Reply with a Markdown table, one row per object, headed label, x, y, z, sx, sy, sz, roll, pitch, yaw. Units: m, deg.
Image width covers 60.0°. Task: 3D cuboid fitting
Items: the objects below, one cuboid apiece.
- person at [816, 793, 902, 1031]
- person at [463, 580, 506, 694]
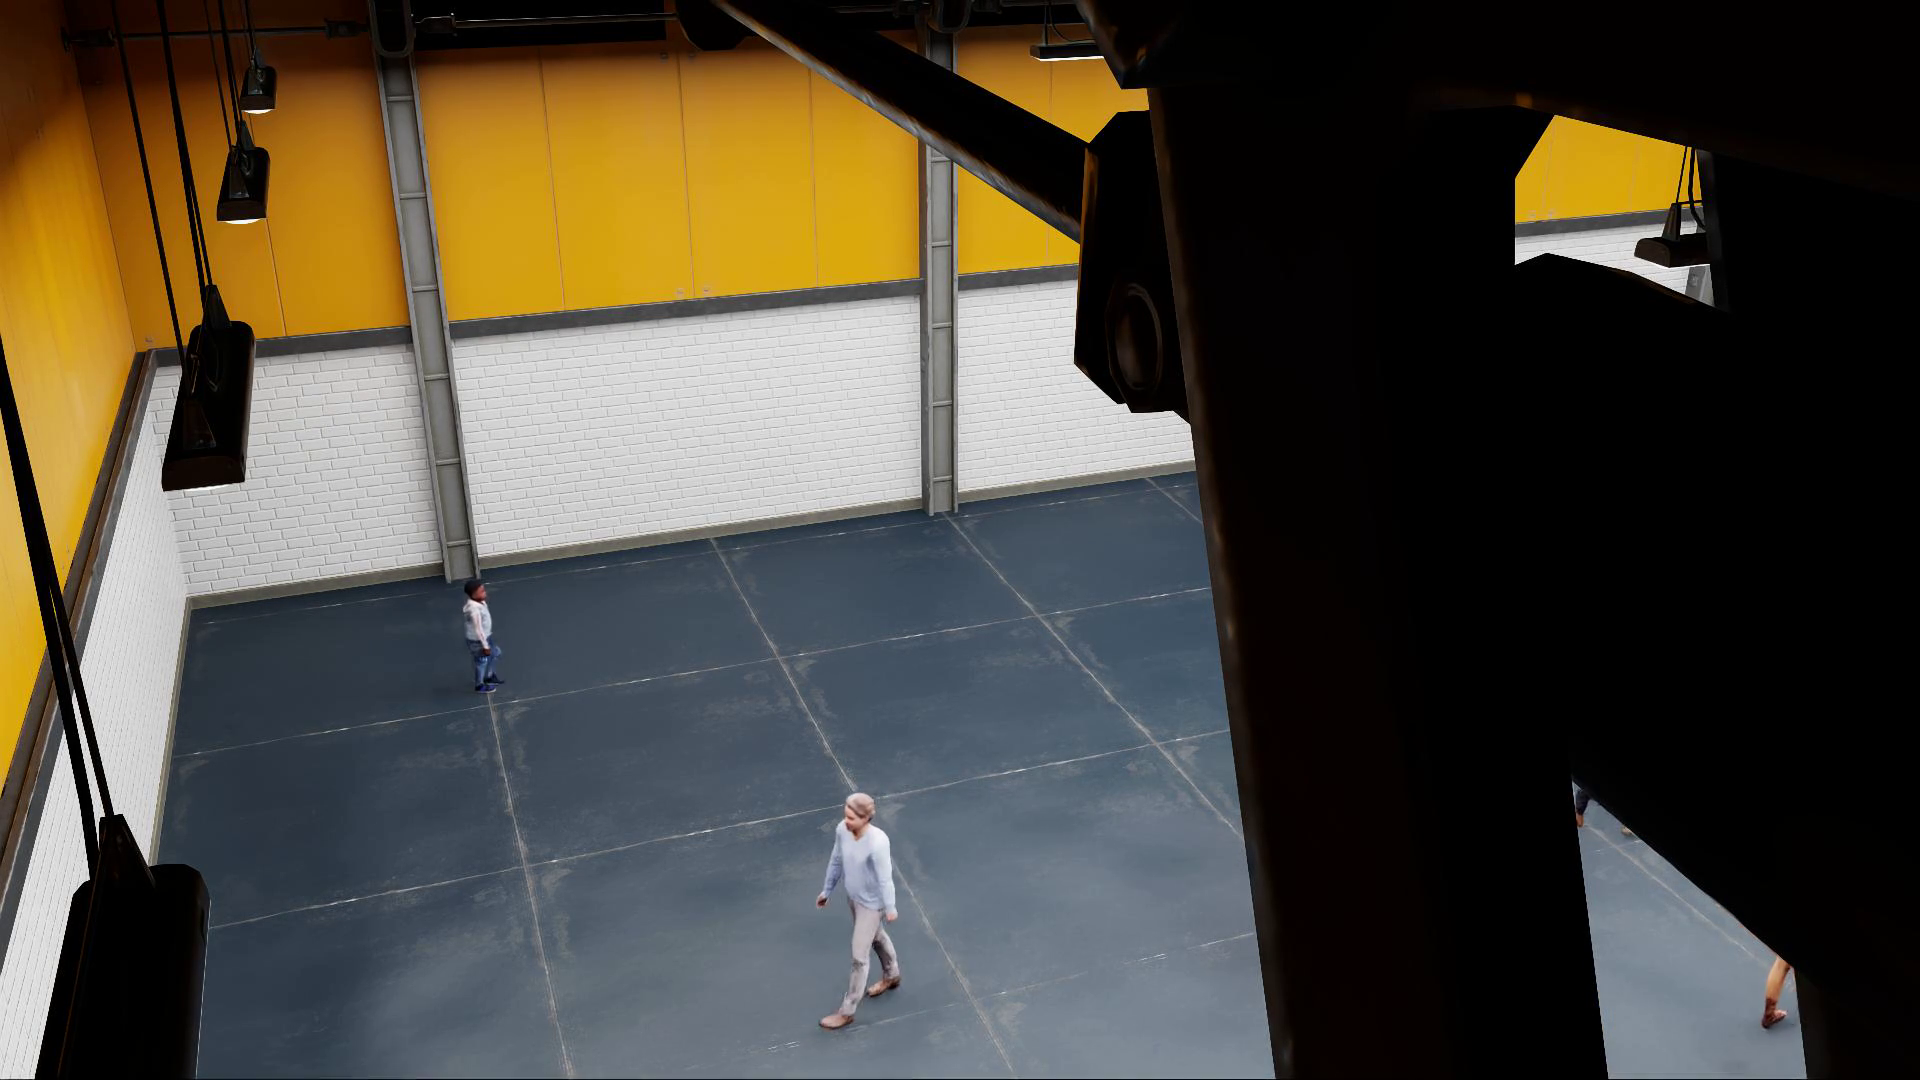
| label | x | y | z | sx | sy | sz | roll | pitch | yaw |
| --- | --- | --- | --- | --- | --- | --- | --- | --- | --- |
| person | -0.618 | 2.647 | 12.321 | 1.163 | 1.852 | 0.882 | -16 | 28 | -33 |
| person | -4.934 | 0.979 | 16.890 | 0.580 | 1.248 | 0.541 | -4 | 24 | -8 |
